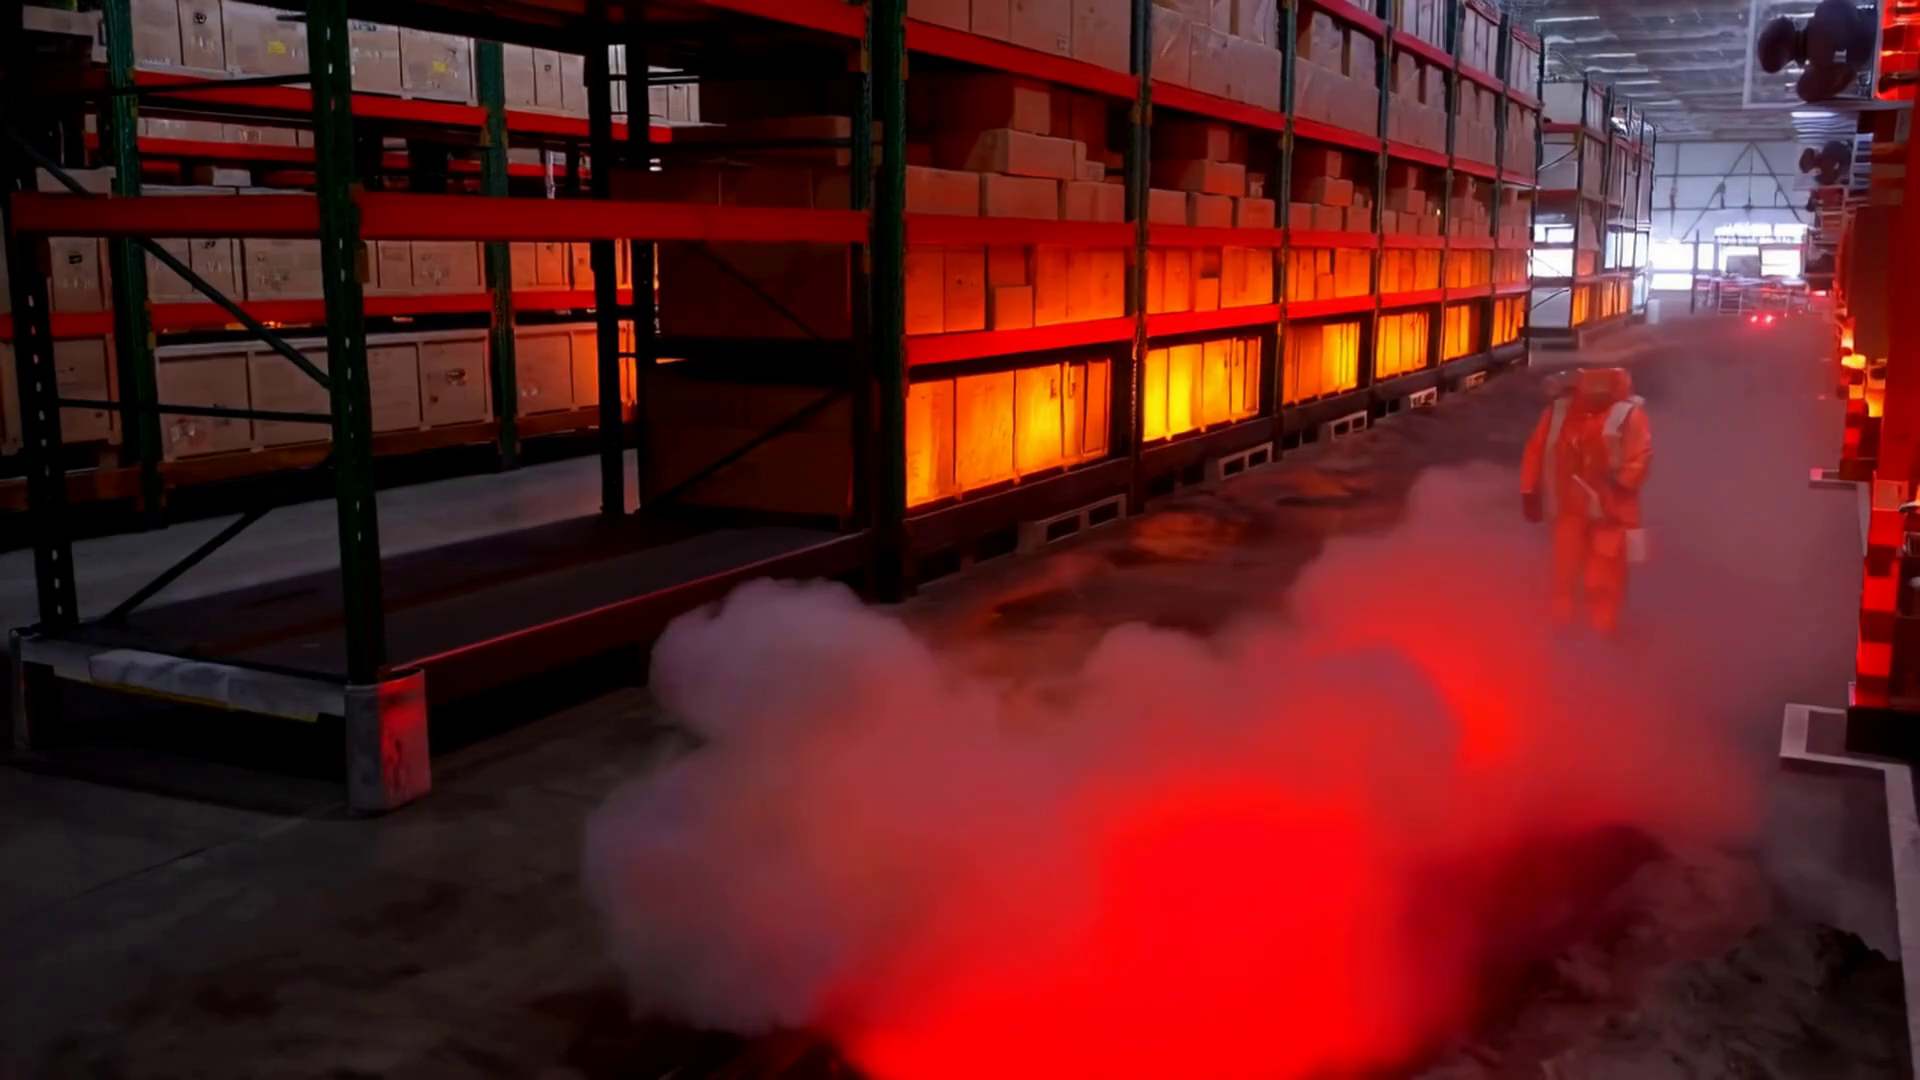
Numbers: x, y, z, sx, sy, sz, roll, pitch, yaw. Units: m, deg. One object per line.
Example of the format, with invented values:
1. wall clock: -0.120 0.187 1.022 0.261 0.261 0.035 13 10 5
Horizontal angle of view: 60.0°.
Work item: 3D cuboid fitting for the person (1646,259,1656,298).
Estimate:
1. person: 33.335 -12.642 80.445 0.554 1.876 1.037 1 10 5
